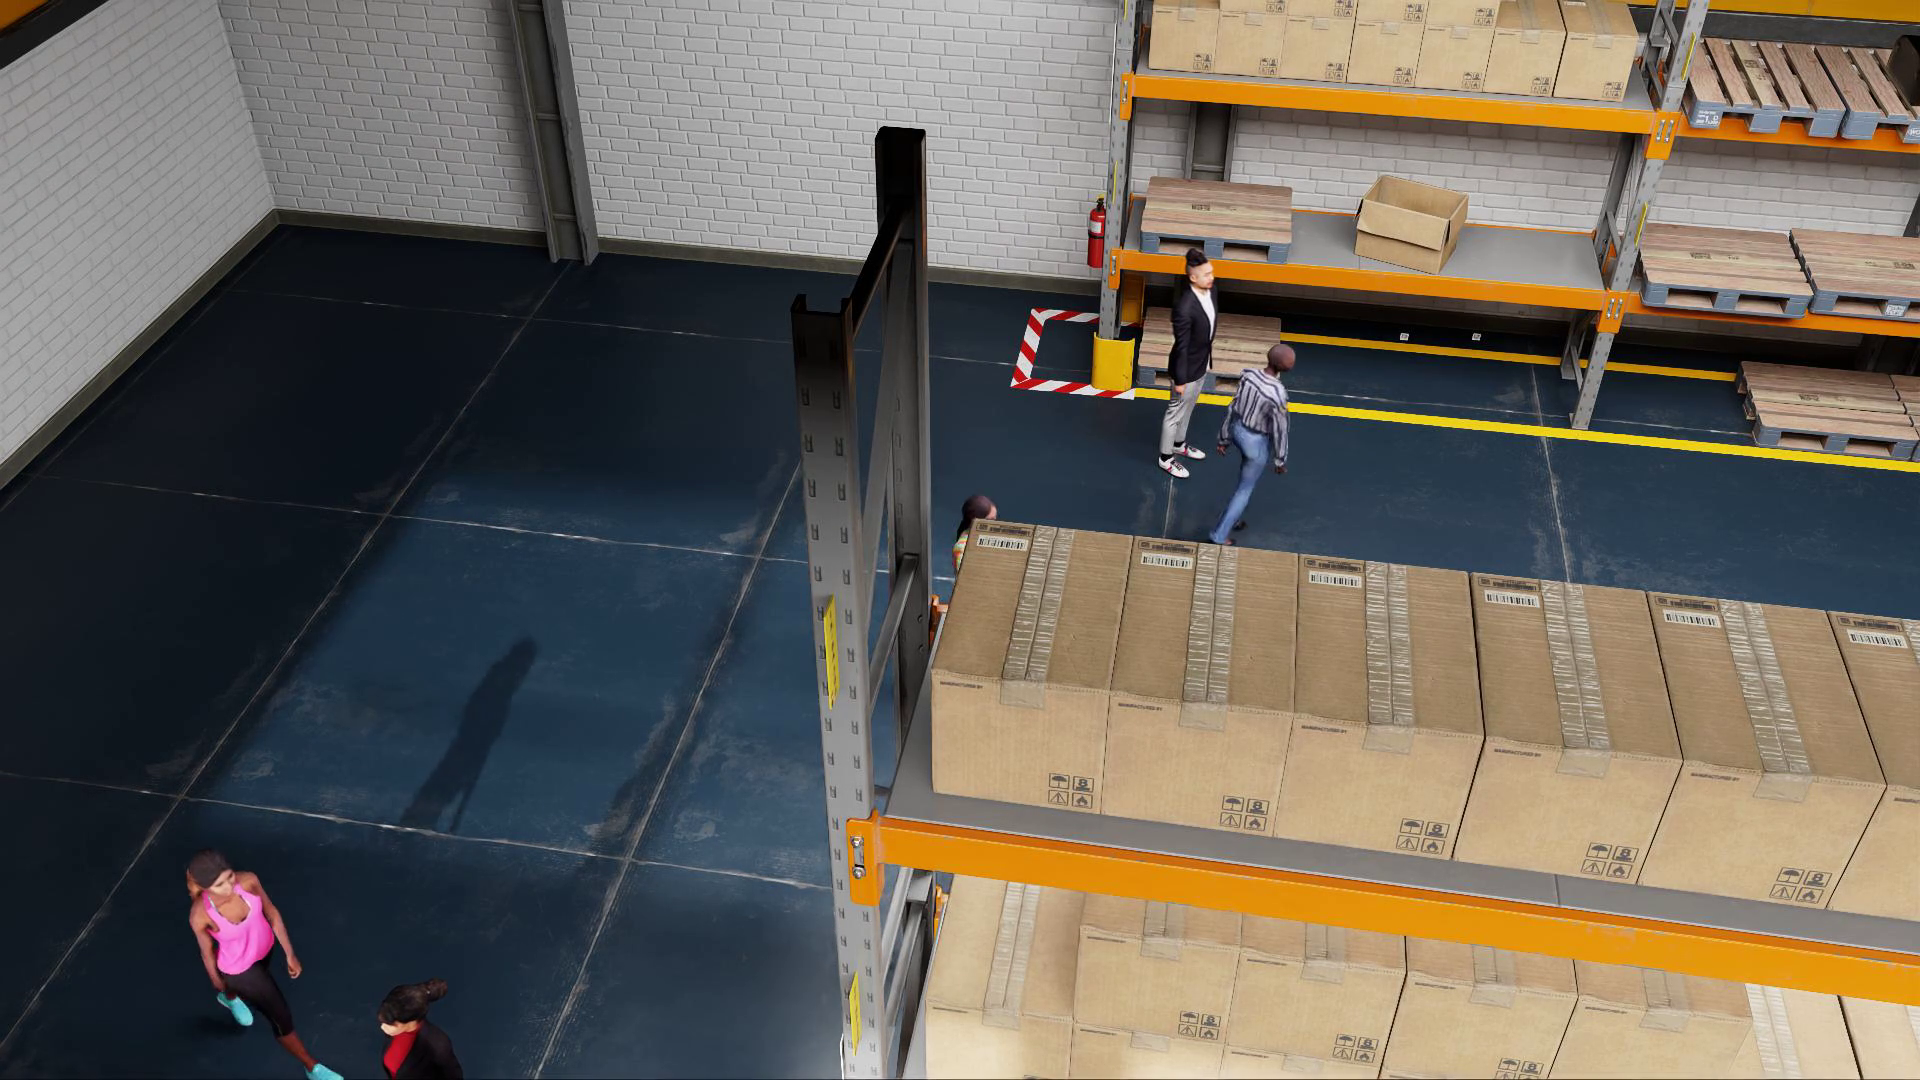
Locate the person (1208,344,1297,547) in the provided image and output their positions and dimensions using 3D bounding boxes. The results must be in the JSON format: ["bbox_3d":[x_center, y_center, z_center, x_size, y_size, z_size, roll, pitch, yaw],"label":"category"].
[{"bbox_3d":[2.062,-0.646,12.129,0.894,1.756,0.835,-26,45,-29],"label":"person"}]

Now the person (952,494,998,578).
[{"bbox_3d":[0.038,0.460,10.736,1.090,1.765,0.812,19,42,22],"label":"person"}]

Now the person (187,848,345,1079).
[{"bbox_3d":[-3.779,2.146,8.697,1.251,1.676,0.809,19,42,22],"label":"person"}]

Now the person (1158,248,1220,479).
[{"bbox_3d":[1.784,-1.409,12.929,0.739,1.949,0.790,22,44,25],"label":"person"}]

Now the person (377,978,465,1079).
[{"bbox_3d":[-2.550,2.696,8.037,0.691,1.640,0.759,27,46,30],"label":"person"}]
